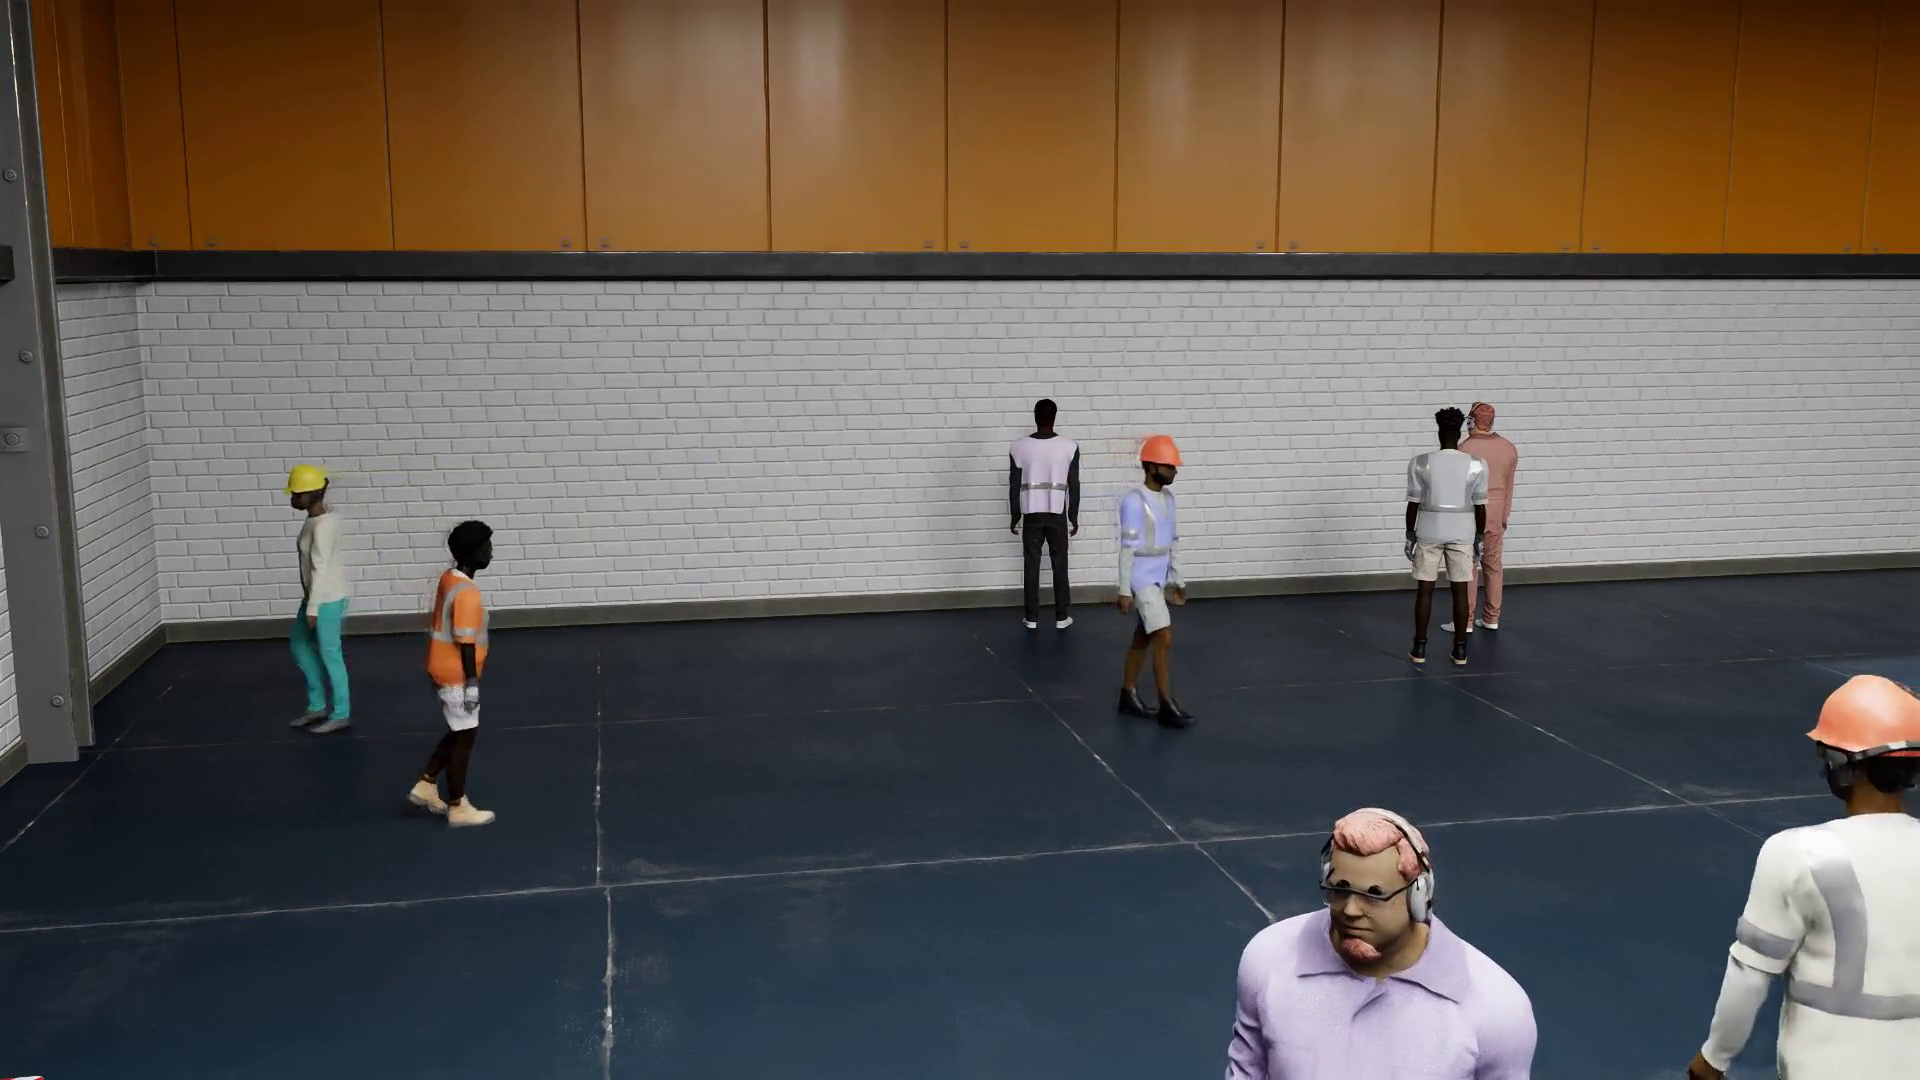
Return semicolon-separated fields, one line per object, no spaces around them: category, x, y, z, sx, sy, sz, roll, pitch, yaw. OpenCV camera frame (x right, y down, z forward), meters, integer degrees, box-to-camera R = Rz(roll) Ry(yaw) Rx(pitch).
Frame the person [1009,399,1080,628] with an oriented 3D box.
person;0.702;-0.213;13.848;0.590;1.920;0.399;1;9;6

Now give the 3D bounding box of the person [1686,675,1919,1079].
person;2.274;1.331;4.295;0.612;1.979;1.100;-3;10;-15

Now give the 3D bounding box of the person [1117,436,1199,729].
person;1.349;0.278;10.888;0.809;1.906;0.564;6;11;33

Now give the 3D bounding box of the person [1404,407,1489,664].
person;3.677;-0.030;12.618;0.607;1.958;0.372;2;10;11

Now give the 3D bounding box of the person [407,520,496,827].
person;-2.684;0.720;8.891;0.421;1.674;0.571;-4;10;-24

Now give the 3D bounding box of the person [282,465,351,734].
person;-4.175;0.390;10.636;0.489;1.750;0.554;-5;11;-28

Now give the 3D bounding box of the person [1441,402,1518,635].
person;4.235;-0.178;13.665;0.639;1.910;0.407;-4;10;-24

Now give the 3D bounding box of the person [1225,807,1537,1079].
person;0.846;1.487;3.521;0.652;1.906;0.403;5;10;27
